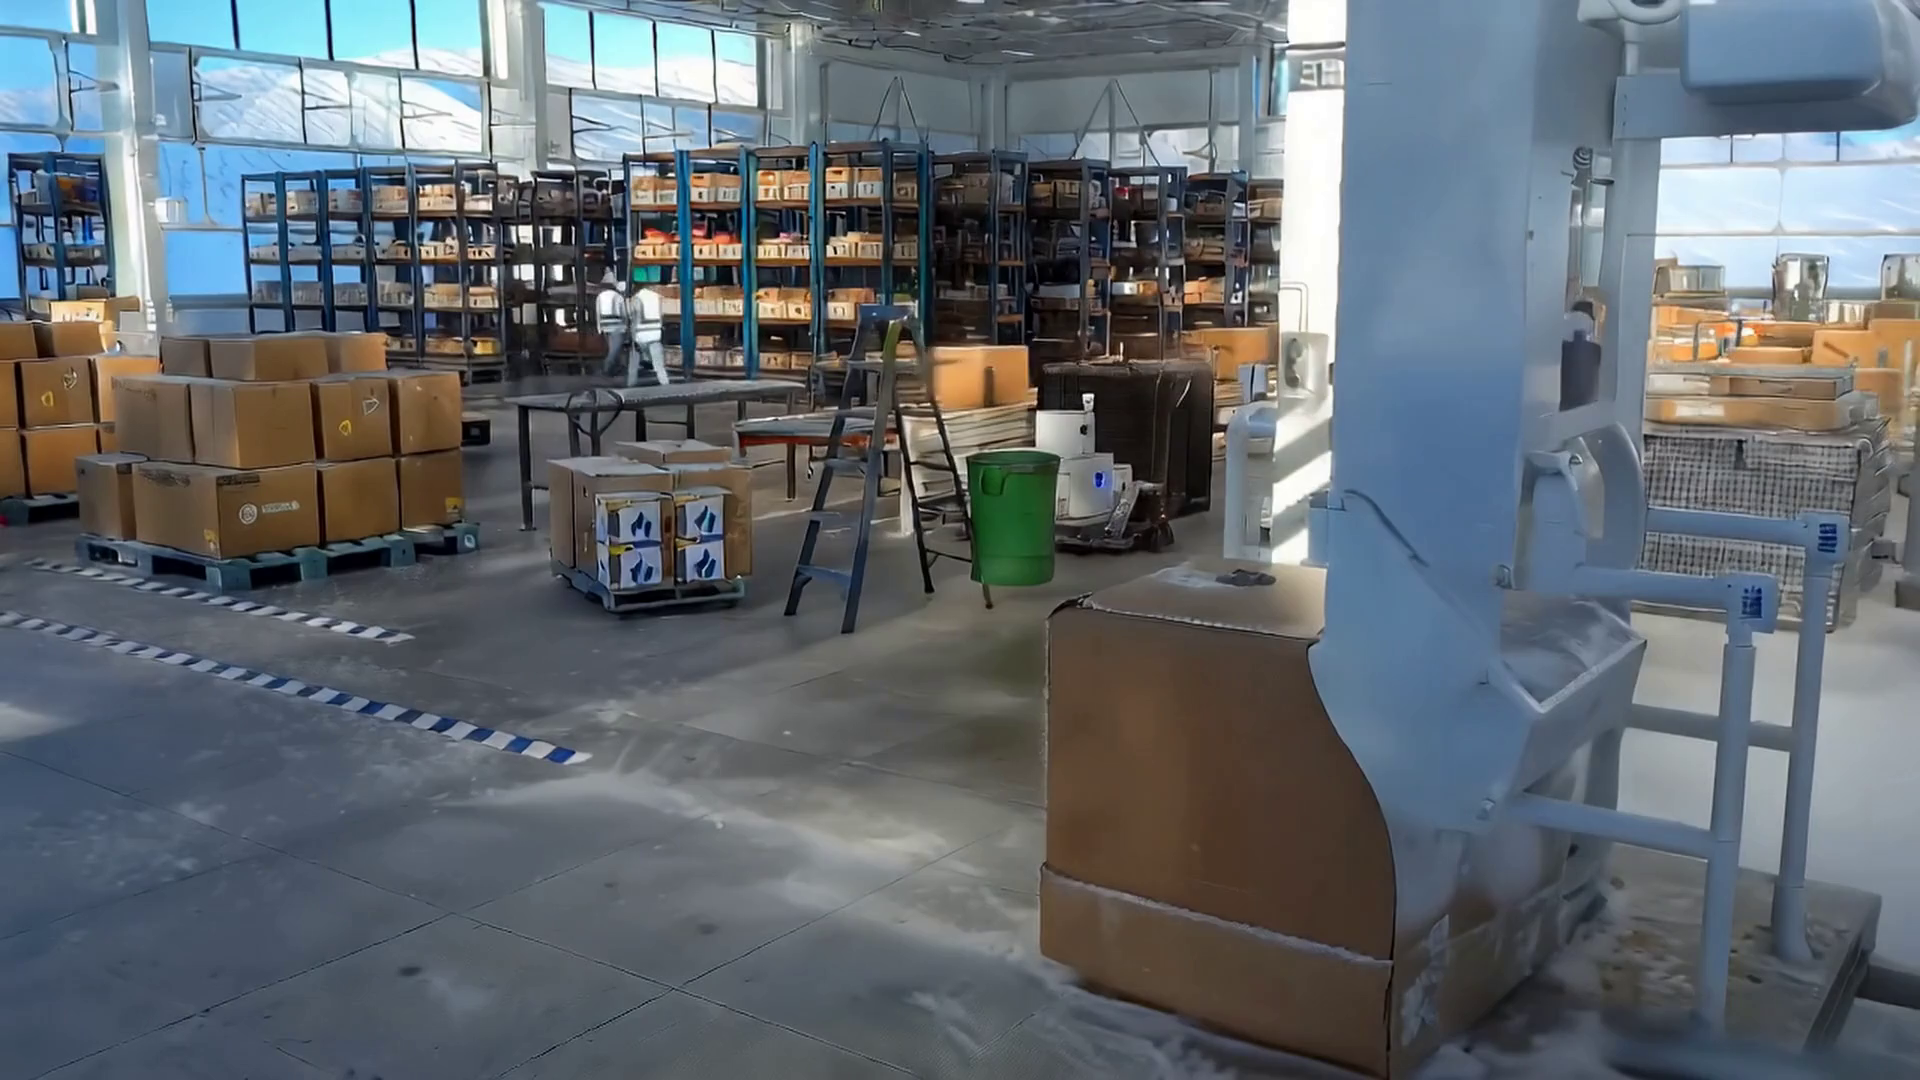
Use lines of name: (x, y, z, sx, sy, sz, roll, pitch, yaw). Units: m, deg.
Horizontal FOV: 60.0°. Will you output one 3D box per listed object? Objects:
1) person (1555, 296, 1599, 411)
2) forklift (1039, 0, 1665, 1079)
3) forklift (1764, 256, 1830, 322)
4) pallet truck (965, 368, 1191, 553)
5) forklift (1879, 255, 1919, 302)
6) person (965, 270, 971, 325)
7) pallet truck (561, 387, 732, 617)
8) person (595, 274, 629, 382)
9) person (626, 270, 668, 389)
person: (4.990, -1.119, 13.591, 0.537, 1.739, 0.736, 4, 10, 24)
forklift: (1.249, -0.137, 4.360, 1.873, 2.768, 1.129, 7, 12, 35)
forklift: (20.253, -5.854, 40.139, 1.157, 1.987, 2.680, 7, 12, 35)
pallet truck: (0.845, -0.609, 11.869, 1.630, 1.274, 0.653, 7, 12, 35)
forklift: (22.089, -5.634, 38.796, 1.157, 1.987, 2.680, 6, 11, 33)
person: (0.182, -4.959, 36.186, 0.573, 1.835, 0.580, 9, 13, 44)
pallet truck: (-1.981, -0.274, 10.088, 0.680, 1.201, 1.601, -5, 11, -28)
person: (-5.821, -3.519, 27.689, 0.595, 1.809, 0.730, 6, 11, 31)
person: (-4.466, -2.881, 23.658, 0.609, 1.899, 1.017, -9, 13, -42)
